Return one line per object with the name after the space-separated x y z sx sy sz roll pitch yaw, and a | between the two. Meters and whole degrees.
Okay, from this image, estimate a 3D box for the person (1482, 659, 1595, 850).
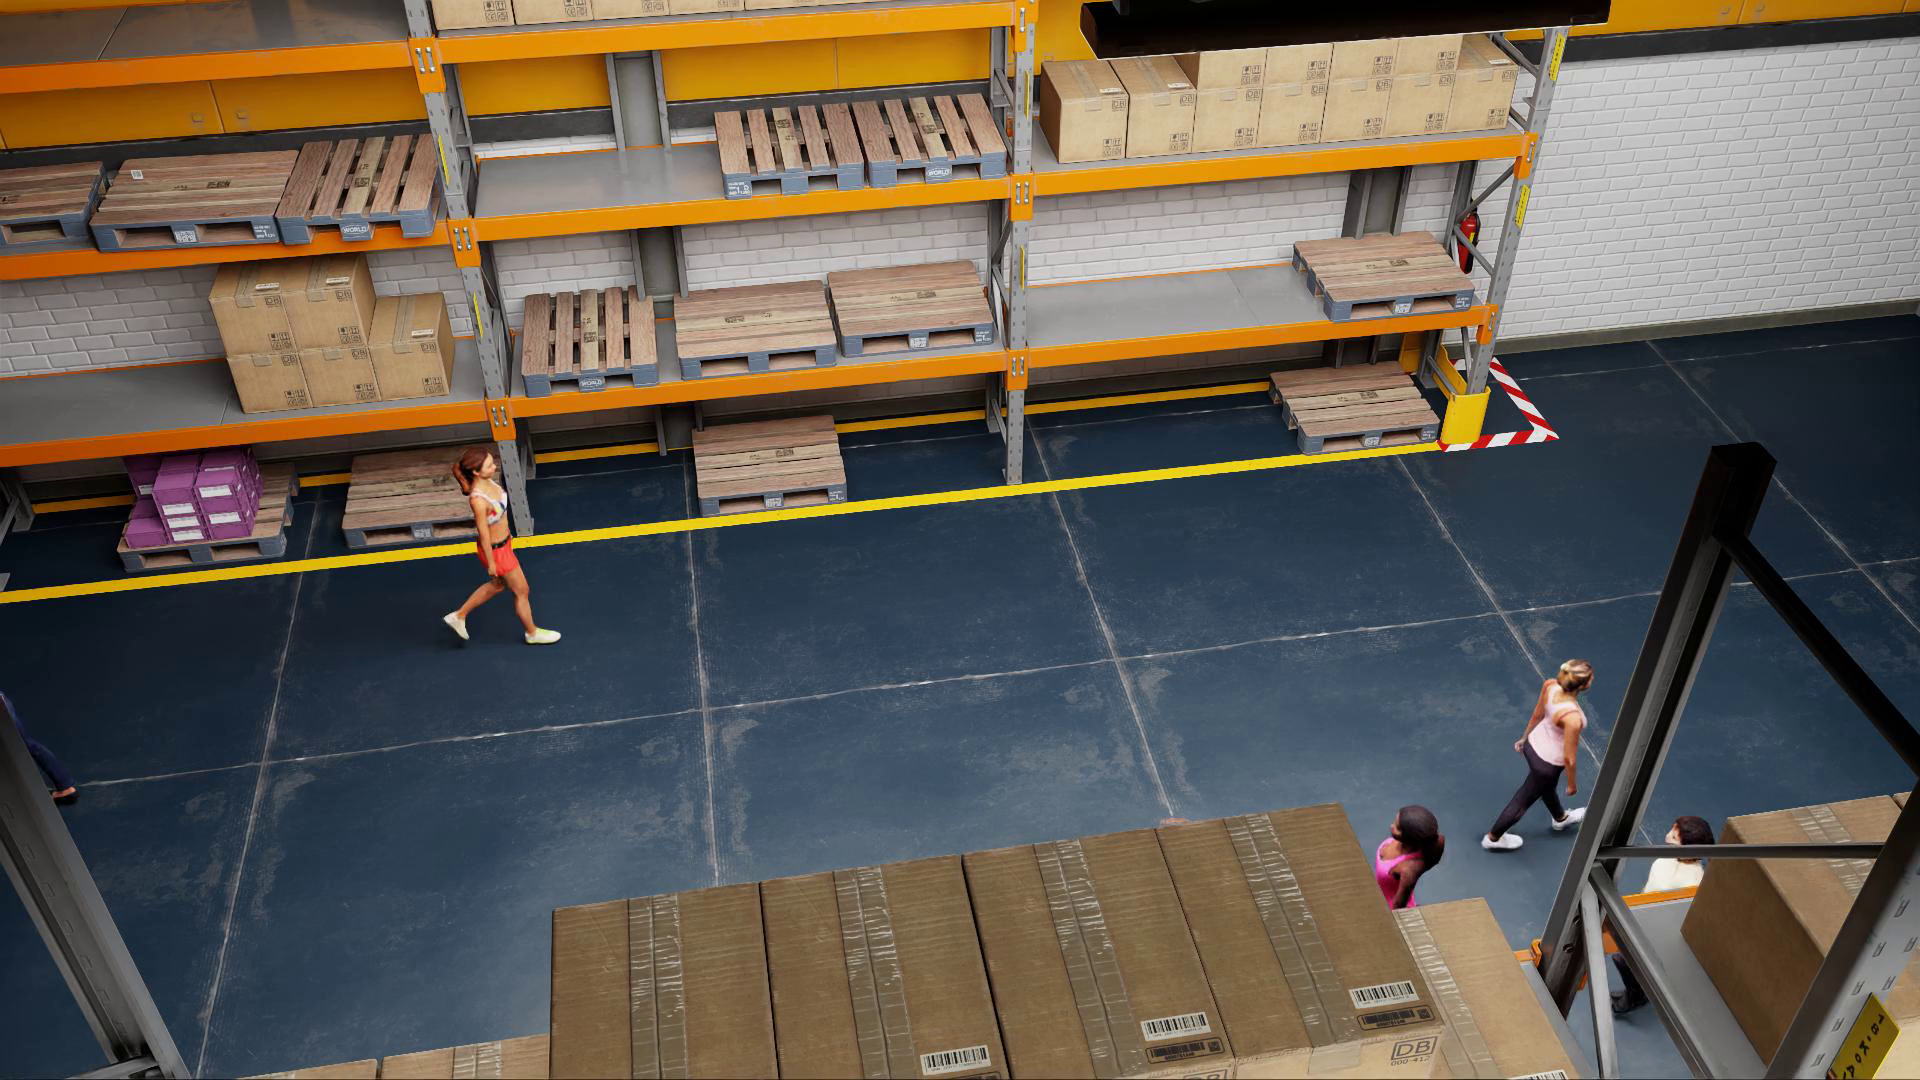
3.542 1.356 10.290 0.987 1.615 0.653 -3 39 -4 | person

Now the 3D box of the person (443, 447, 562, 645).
-3.364 0.079 11.763 1.015 1.772 0.583 -7 39 -8 | person

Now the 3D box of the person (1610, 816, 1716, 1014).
3.997 2.144 9.335 0.675 1.575 0.675 7 39 8 | person

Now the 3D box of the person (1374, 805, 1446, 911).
2.503 2.126 9.267 1.181 1.687 0.838 7 39 8 | person
